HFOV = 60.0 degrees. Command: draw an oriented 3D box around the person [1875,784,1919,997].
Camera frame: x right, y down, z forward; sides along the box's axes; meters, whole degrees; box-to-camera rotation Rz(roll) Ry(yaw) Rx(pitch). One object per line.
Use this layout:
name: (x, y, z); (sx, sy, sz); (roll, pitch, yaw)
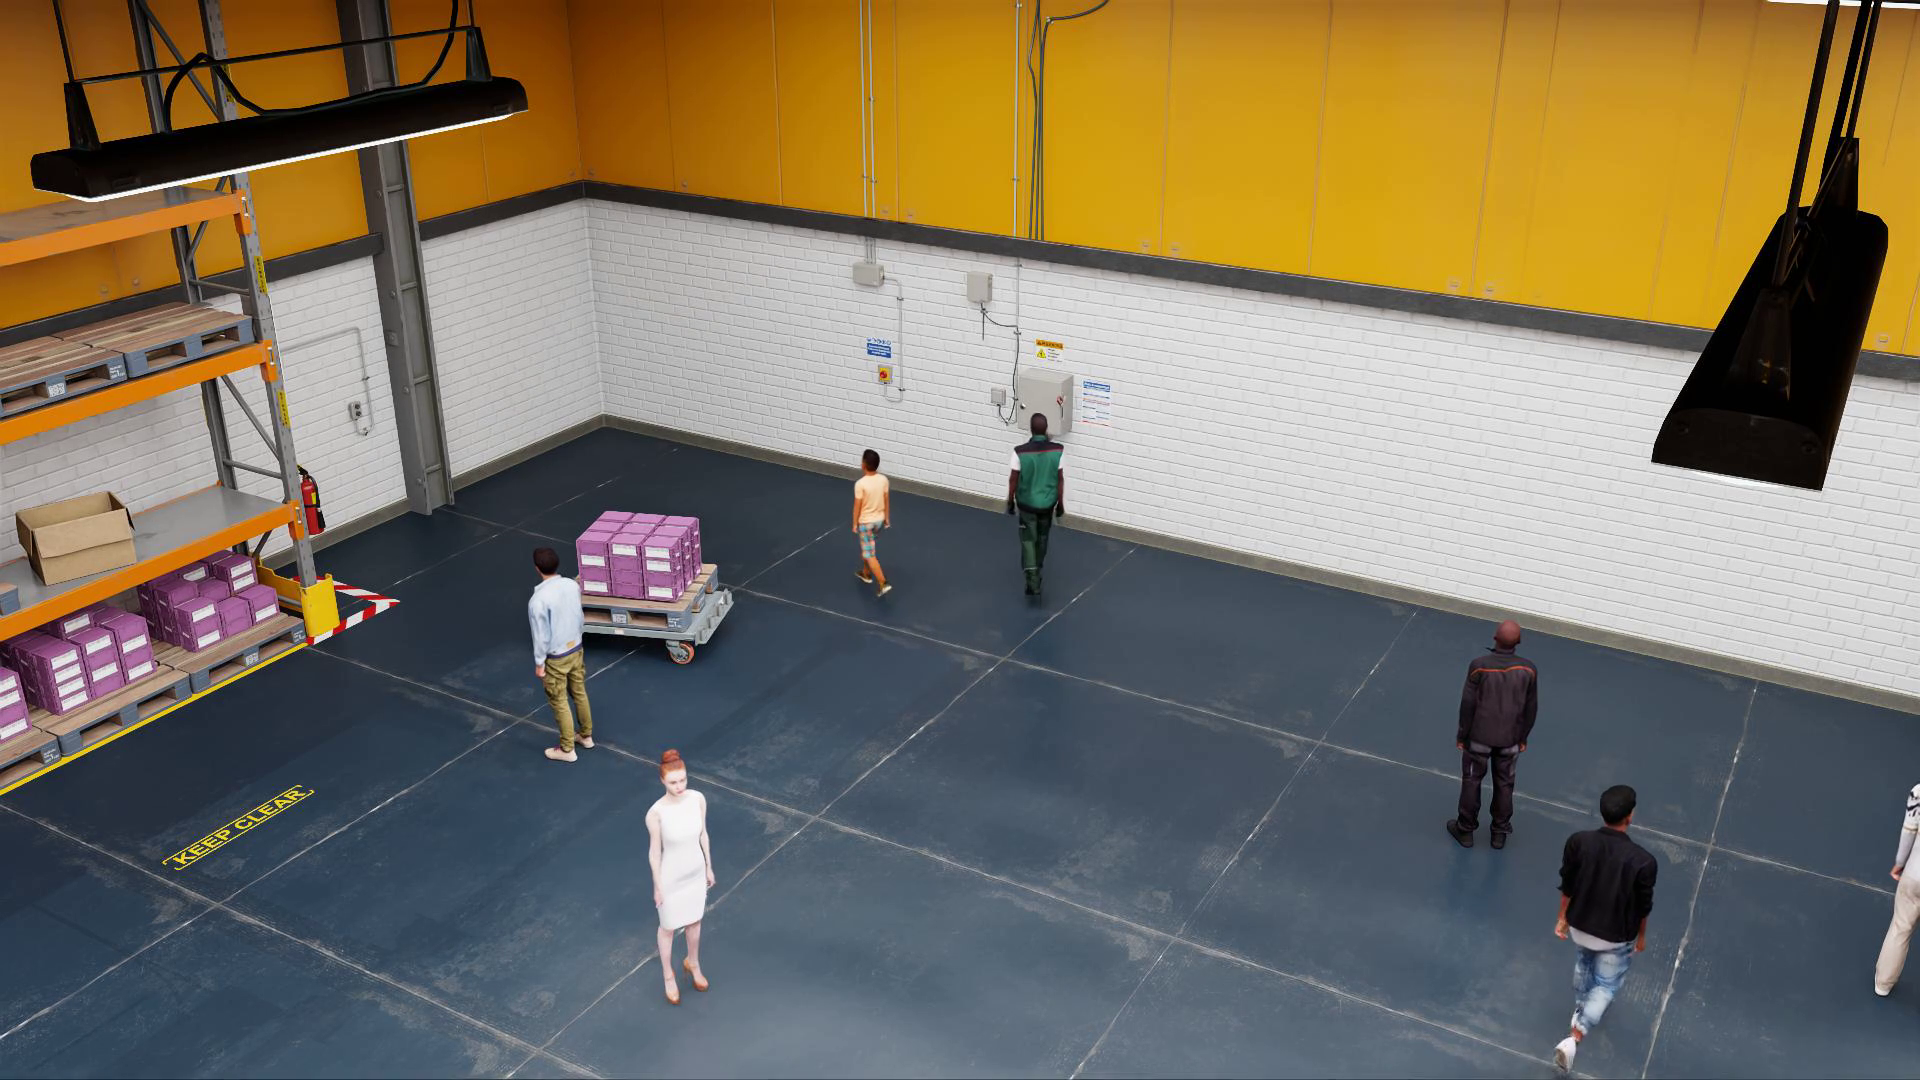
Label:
person: (6.098, 2.098, 10.357); (0.666, 1.862, 0.738); (-22, 32, -40)

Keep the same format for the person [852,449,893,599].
person: (-0.833, -0.151, 16.025); (0.961, 1.442, 0.846); (-17, 29, -34)

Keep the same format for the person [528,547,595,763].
person: (-3.160, 0.895, 13.173); (0.724, 1.810, 0.481); (13, 27, 27)

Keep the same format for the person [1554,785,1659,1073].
person: (3.791, 2.328, 9.922); (0.859, 1.787, 1.159); (21, 31, 39)

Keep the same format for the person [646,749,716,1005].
person: (-1.749, 2.109, 10.417); (0.561, 1.793, 0.705); (-17, 29, -34)

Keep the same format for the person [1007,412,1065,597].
person: (0.736, -0.309, 15.927); (1.109, 1.810, 1.211); (-4, 24, -9)

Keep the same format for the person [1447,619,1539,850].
person: (3.855, 1.397, 12.005); (0.785, 1.825, 0.762); (2, 24, 5)
